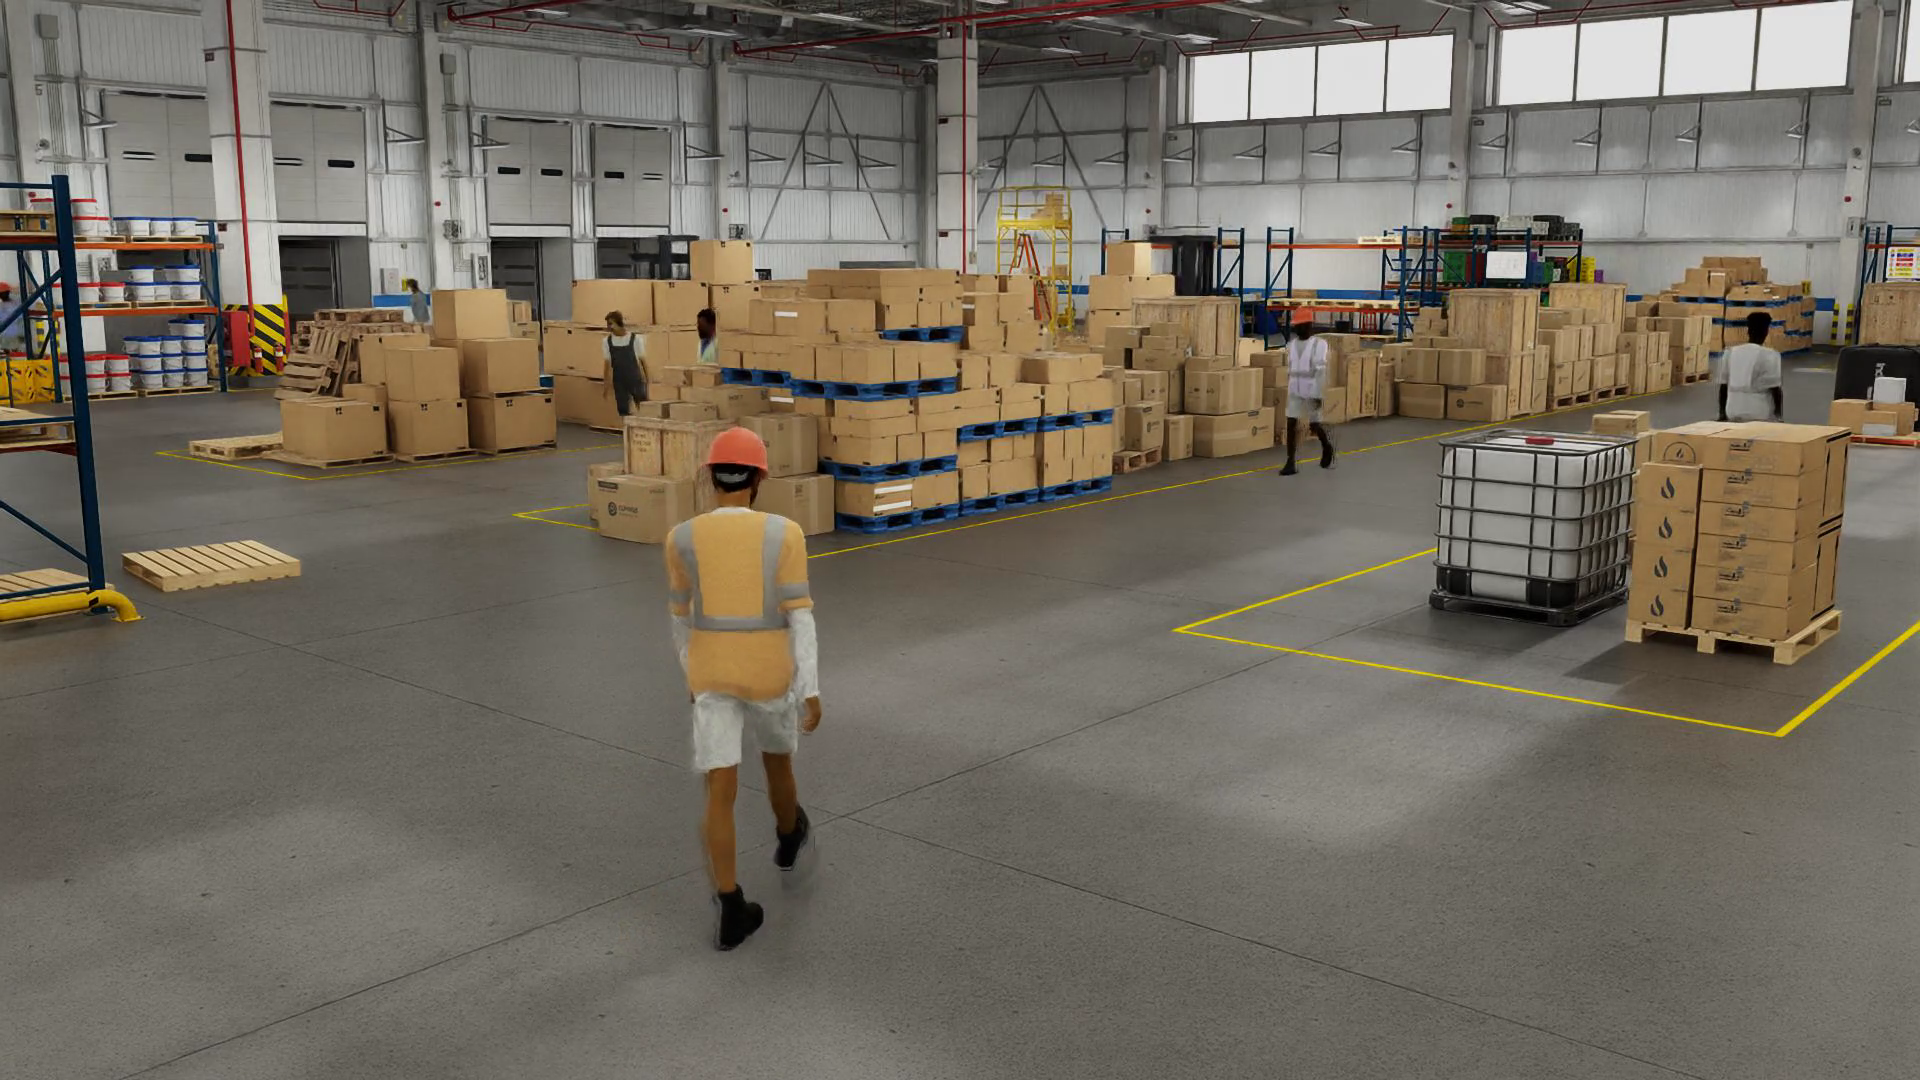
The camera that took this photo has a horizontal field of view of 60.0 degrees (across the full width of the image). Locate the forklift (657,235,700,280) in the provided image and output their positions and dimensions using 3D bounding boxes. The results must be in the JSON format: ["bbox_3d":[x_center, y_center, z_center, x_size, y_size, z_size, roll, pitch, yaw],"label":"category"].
[{"bbox_3d":[-6.116,-5.275,36.425,1.873,2.768,1.129,8,13,40],"label":"forklift"}]

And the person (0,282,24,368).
[{"bbox_3d":[-17.917,-3.912,31.399,0.571,1.920,0.535,1,10,8],"label":"person"}]

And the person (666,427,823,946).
[{"bbox_3d":[-0.800,0.509,6.387,0.607,1.860,1.024,0,10,3],"label":"person"}]

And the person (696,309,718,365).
[{"bbox_3d":[-2.818,-1.601,18.378,0.966,1.865,0.609,-7,12,-34],"label":"person"}]

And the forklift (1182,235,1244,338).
[{"bbox_3d":[5.355,-5.431,37.313,1.873,2.768,1.129,8,13,40],"label":"forklift"}]

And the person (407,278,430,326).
[{"bbox_3d":[-11.689,-4.714,36.034,0.510,1.913,0.631,-8,13,-38],"label":"person"}]

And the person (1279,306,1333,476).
[{"bbox_3d":[3.935,-1.689,18.797,0.543,1.905,0.842,8,13,40],"label":"person"}]

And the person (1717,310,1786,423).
[{"bbox_3d":[7.712,-1.245,16.138,0.588,1.946,0.609,-5,11,-25],"label":"person"}]

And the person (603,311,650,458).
[{"bbox_3d":[-4.000,-1.872,20.125,0.623,1.802,0.401,0,10,2],"label":"person"}]

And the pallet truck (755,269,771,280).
[{"bbox_3d":[-4.996,-6.432,45.525,1.885,1.965,0.823,-6,12,-32],"label":"pallet truck"}]
